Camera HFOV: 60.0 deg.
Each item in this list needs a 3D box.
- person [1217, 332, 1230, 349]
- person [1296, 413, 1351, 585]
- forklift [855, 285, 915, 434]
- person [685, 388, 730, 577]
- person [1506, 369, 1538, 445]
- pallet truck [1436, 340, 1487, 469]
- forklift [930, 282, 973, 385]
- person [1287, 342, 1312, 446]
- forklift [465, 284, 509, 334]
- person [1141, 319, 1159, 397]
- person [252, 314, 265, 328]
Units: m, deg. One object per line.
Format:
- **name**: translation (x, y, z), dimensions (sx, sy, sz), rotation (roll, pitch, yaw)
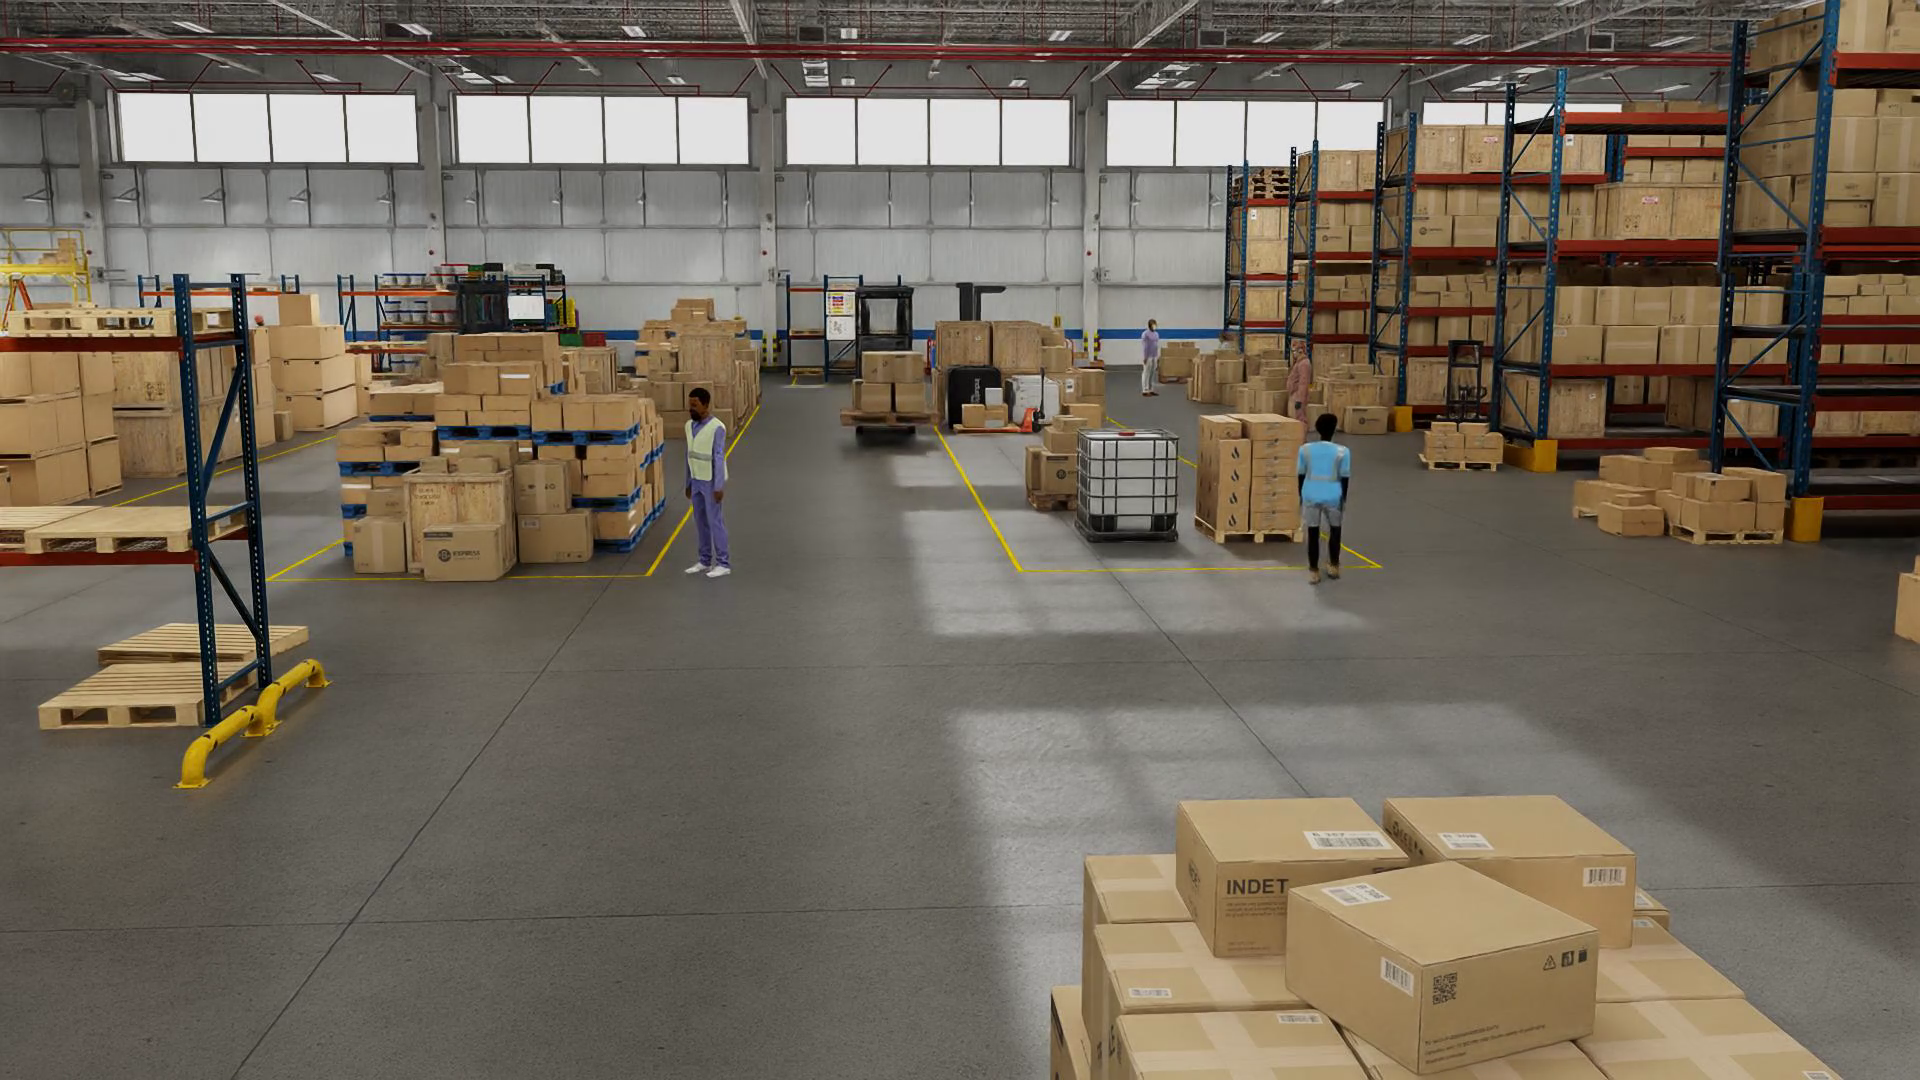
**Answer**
- **person**: translation (6.525, -4.368, 41.371), dimensions (0.368, 1.622, 0.517), rotation (-3, 9, -17)
- **person**: translation (3.586, -0.412, 16.401), dimensions (0.541, 1.673, 0.641), rotation (3, 10, 19)
- **forklift**: translation (-1.480, -3.512, 32.083), dimensions (1.129, 2.768, 1.873), rotation (-1, 9, -5)
- **person**: translation (-2.546, -0.583, 16.756), dimensions (0.385, 1.908, 0.585), rotation (-9, 12, -43)
- **person**: translation (9.706, -2.426, 28.294), dimensions (1.023, 1.903, 0.613), rotation (-2, 9, -15)
- **pallet truck**: translation (8.004, -2.170, 26.422), dimensions (0.823, 1.965, 1.885), rotation (2, 9, 14)
- **forklift**: translation (0.141, -5.571, 45.009), dimensions (1.873, 2.768, 1.129), rotation (-1, 9, -4)
- **person**: translation (5.743, -2.407, 28.203), dimensions (0.410, 1.906, 0.642), rotation (2, 9, 9)
- **forklift**: translation (-10.683, -4.419, 37.778), dimensions (1.129, 2.768, 1.873), rotation (-7, 12, -38)
- **person**: translation (4.763, -4.548, 41.531), dimensions (0.371, 1.941, 0.627), rotation (7, 12, 39)
- **person**: translation (-19.898, -5.471, 47.409), dimensions (0.584, 1.914, 0.458), rotation (-2, 9, -13)
